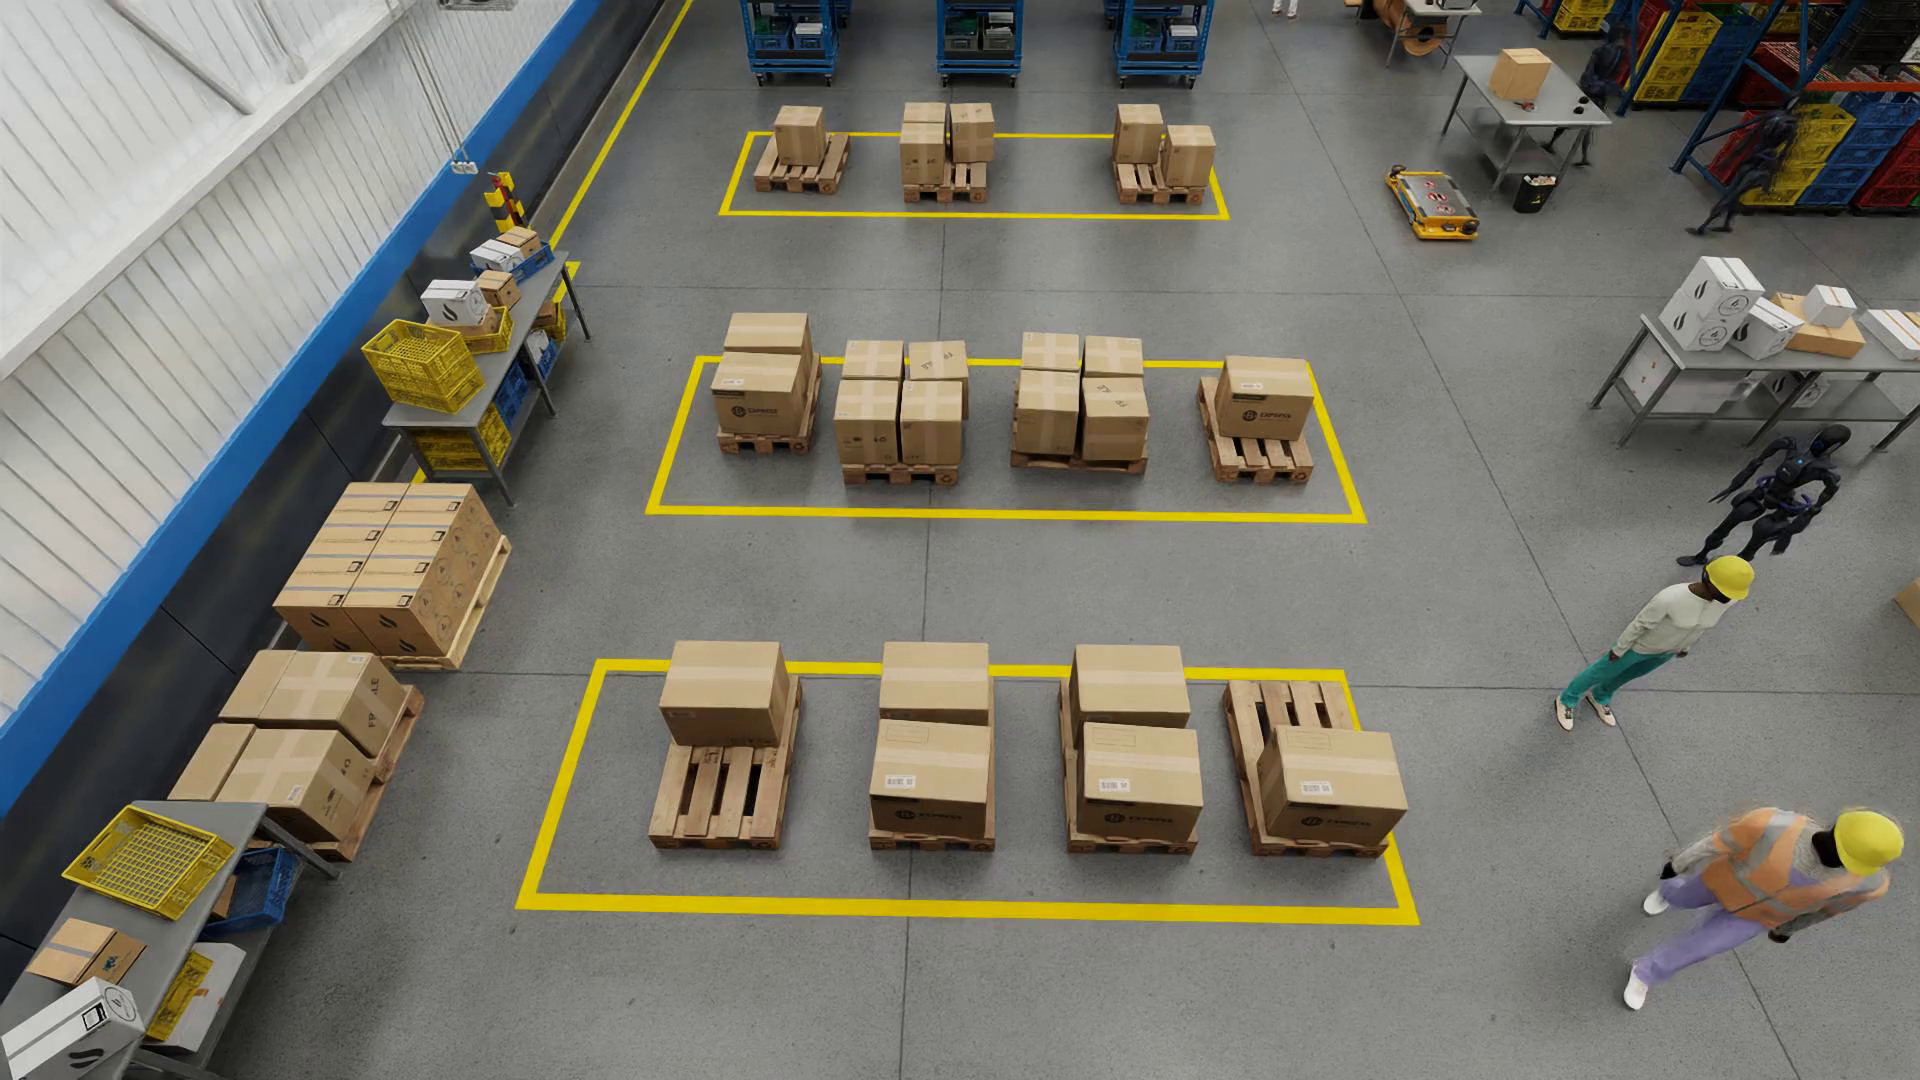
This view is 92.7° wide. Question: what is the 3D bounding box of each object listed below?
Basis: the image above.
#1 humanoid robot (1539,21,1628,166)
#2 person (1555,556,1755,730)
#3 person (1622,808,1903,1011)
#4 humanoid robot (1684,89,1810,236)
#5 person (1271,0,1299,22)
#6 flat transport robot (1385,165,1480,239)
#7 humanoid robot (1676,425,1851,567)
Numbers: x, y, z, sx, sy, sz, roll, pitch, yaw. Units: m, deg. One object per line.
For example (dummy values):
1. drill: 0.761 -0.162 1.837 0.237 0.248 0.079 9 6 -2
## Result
1. humanoid robot: 7.890 -5.523 11.420 0.634 1.636 0.753 -9 50 -8
2. person: 4.504 0.694 5.941 0.530 1.767 0.326 -3 49 -3
3. person: 4.168 1.850 4.861 0.876 1.891 0.608 -37 58 -27
4. humanoid robot: 8.807 -4.174 10.223 0.690 1.635 0.629 5 49 4
5. person: 5.388 -9.280 14.505 0.351 1.876 0.572 -34 57 -26
6. flat transport robot: 5.692 -4.094 11.059 0.652 0.197 1.431 1 49 1
7. humanoid robot: 5.988 -0.229 6.803 0.365 1.648 0.601 -11 50 -9
